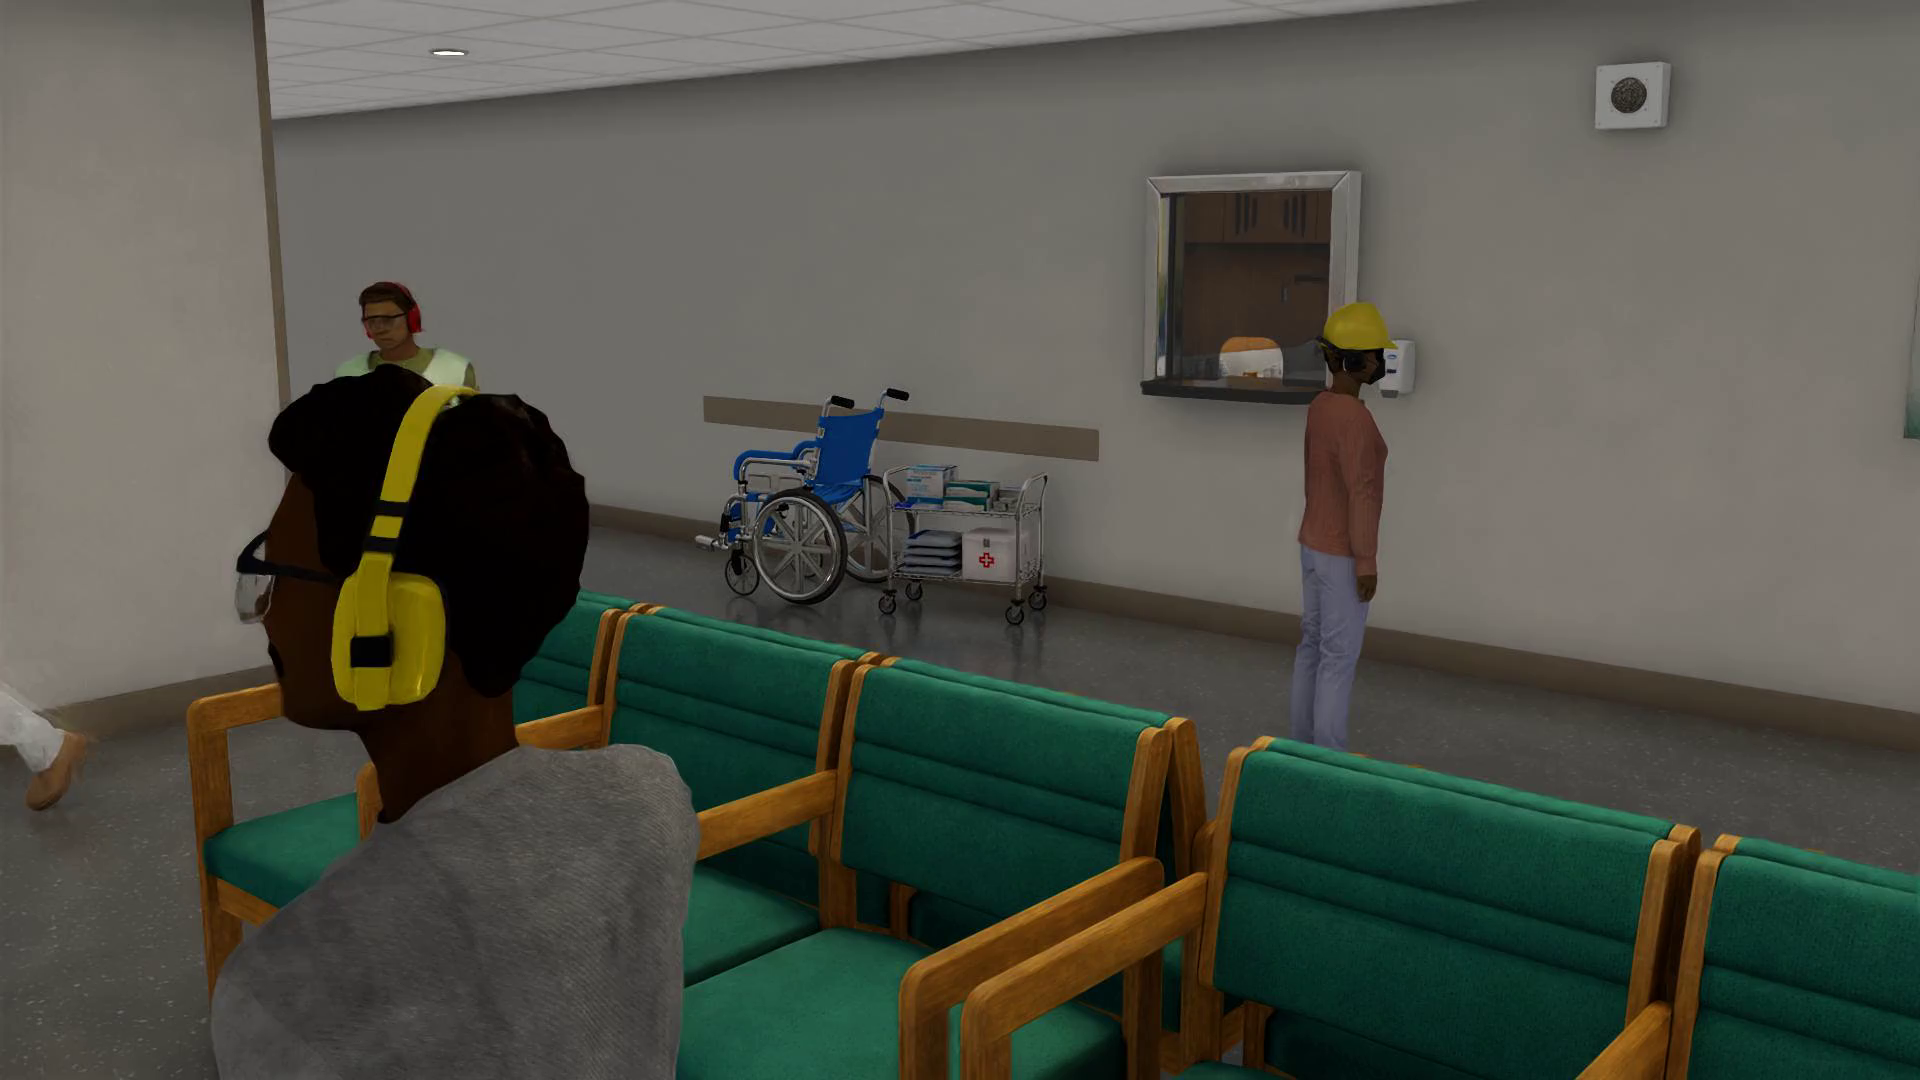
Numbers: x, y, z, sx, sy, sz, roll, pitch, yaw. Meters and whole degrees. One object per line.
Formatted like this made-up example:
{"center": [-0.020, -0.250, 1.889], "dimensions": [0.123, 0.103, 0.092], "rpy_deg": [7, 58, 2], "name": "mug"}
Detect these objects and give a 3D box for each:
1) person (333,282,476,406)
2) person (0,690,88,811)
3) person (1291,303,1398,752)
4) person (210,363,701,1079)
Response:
{"center": [-2.201, -0.112, 6.666], "dimensions": [0.590, 1.821, 0.519], "rpy_deg": [0, 10, 0], "name": "person"}
{"center": [-3.432, 0.104, 5.474], "dimensions": [0.640, 1.816, 0.831], "rpy_deg": [8, 13, 40], "name": "person"}
{"center": [1.374, 0.045, 5.945], "dimensions": [0.313, 1.769, 0.523], "rpy_deg": [-1, 10, -7], "name": "person"}
{"center": [-0.393, 0.797, 1.355], "dimensions": [0.328, 1.876, 0.514], "rpy_deg": [3, 10, 18], "name": "person"}
